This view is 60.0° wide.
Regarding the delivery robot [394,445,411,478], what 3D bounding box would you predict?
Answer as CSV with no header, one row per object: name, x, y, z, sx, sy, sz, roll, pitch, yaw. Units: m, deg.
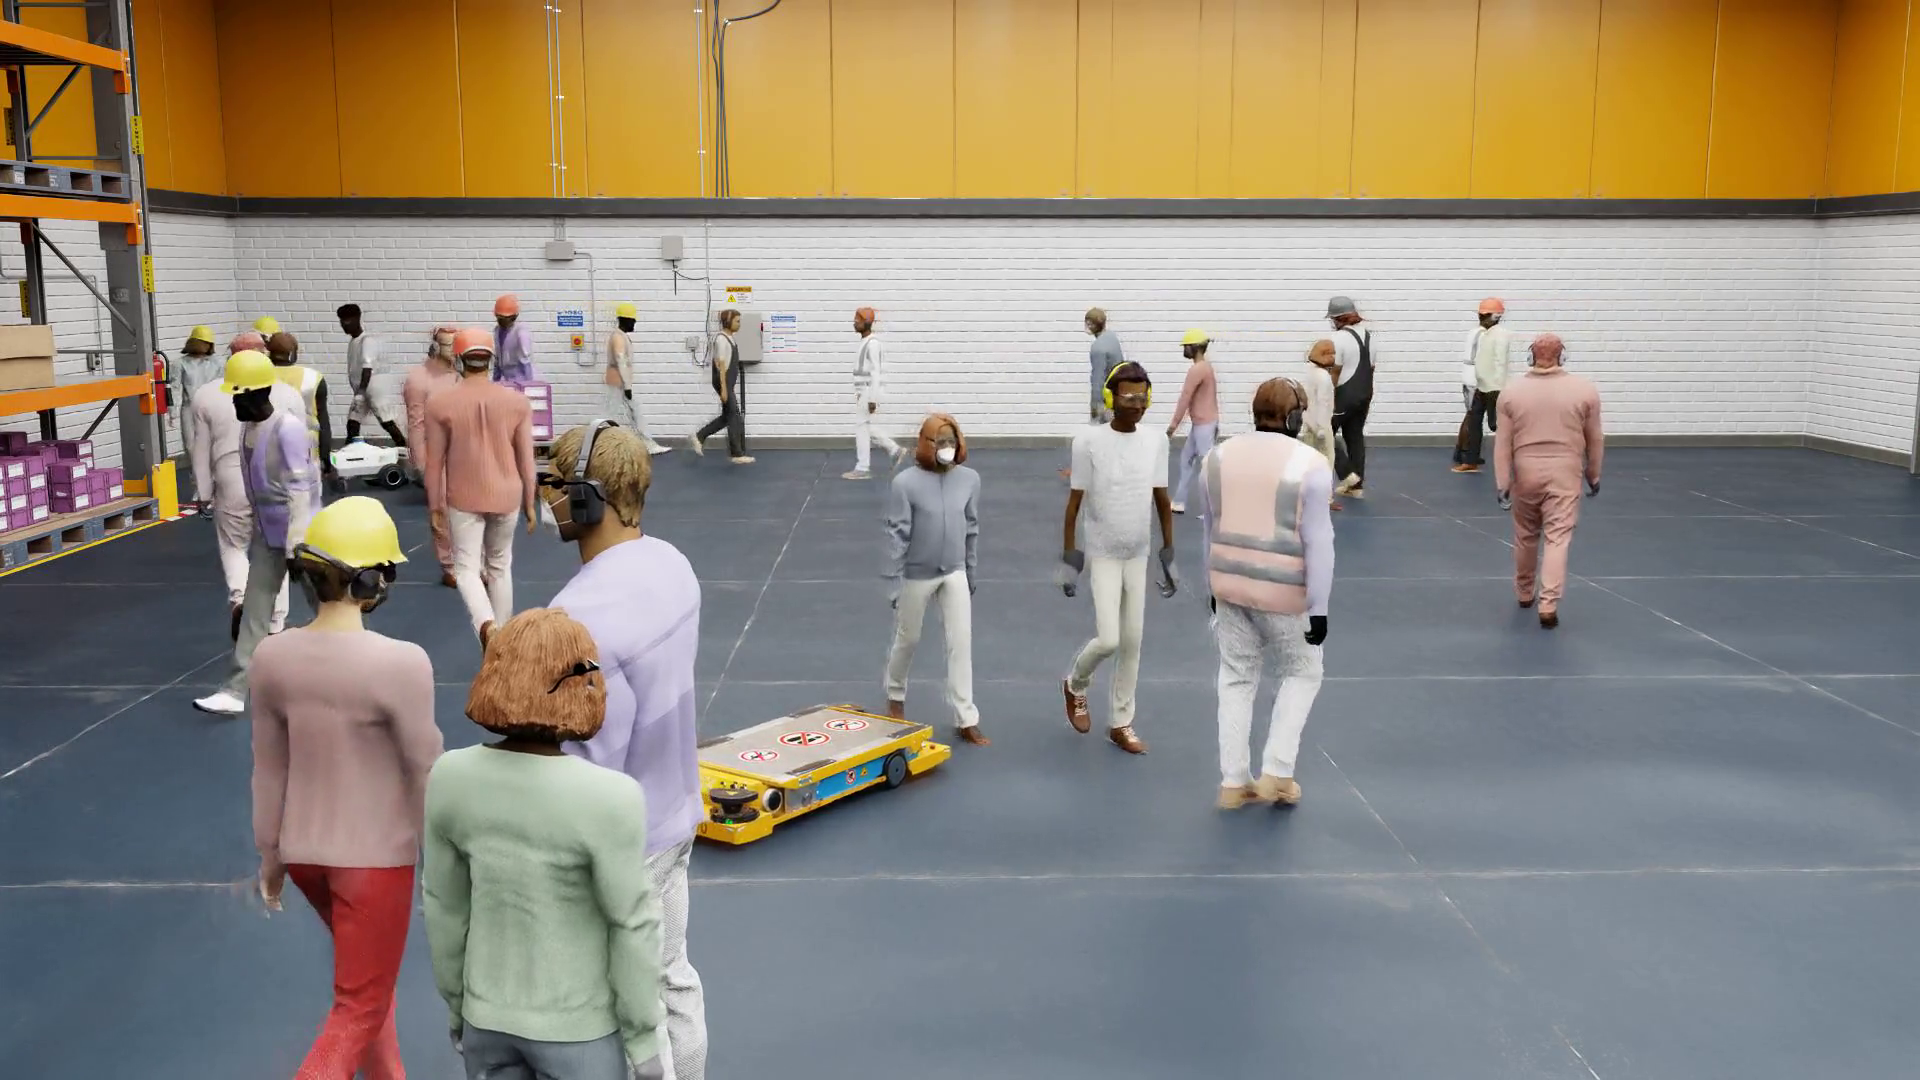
delivery robot,-5.550,-0.889,17.422,0.477,0.478,0.707,7,12,39

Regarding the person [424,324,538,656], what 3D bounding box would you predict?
person,-2.658,-0.218,9.299,0.618,1.969,0.819,-5,11,-28

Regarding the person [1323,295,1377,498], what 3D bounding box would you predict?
person,3.771,-1.412,16.368,0.718,2.000,0.535,-8,12,-40

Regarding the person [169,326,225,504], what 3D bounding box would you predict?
person,-7.383,-1.218,16.126,0.547,1.707,0.511,-6,11,-32

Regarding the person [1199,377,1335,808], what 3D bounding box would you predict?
person,1.288,0.232,6.959,0.661,1.820,0.473,8,12,40

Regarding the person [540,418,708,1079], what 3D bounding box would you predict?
person,-0.776,0.693,3.777,0.373,1.940,0.627,1,9,8

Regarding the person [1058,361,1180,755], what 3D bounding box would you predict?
person,0.729,0.080,7.819,0.554,1.847,0.471,-4,10,-25

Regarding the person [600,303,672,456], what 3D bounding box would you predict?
person,-4.037,-1.911,19.976,1.012,1.861,0.597,0,9,-2

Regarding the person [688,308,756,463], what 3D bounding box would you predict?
person,-2.794,-1.788,19.379,0.737,1.820,0.509,0,9,0

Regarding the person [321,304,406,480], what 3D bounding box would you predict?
person,-6.377,-1.585,17.895,1.020,1.905,0.683,-8,12,-41

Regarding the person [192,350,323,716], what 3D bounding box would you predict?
person,-3.432,-0.032,8.468,0.629,1.870,1.018,7,12,39

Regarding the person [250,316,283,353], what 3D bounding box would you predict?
person,-6.903,-1.304,16.432,0.726,1.811,0.601,-9,13,-44

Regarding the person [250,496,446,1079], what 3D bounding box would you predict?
person,-1.501,0.767,3.984,0.532,1.735,0.833,4,10,23

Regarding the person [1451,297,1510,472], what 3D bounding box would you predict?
person,5.957,-1.707,18.419,0.849,1.969,0.621,0,9,-3

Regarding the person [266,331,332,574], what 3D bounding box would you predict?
person,-4.925,-0.610,12.140,0.633,1.817,0.657,-2,9,-11

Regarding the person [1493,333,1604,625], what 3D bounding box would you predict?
person,3.808,-0.407,10.786,0.647,1.862,0.962,5,10,27

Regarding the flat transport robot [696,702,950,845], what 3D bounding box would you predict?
flat transport robot,-0.718,0.970,7.176,0.652,0.197,1.431,7,11,35

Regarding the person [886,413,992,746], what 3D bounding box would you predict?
person,-0.150,0.176,8.092,0.525,1.605,0.769,-5,10,-28

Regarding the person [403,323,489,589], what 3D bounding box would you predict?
person,-3.541,-0.581,11.730,0.677,1.887,0.558,-9,13,-43

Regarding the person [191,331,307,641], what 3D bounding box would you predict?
person,-4.233,-0.299,9.981,0.664,1.895,0.492,-4,10,-21

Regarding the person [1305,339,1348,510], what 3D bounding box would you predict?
person,3.296,-1.071,15.558,0.632,1.617,0.496,-1,9,-7

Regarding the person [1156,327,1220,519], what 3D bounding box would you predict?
person,2.093,-1.048,15.087,0.809,1.734,0.544,3,10,20

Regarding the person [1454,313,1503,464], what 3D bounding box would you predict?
person,6.066,-1.837,19.383,0.453,1.913,0.570,0,9,1

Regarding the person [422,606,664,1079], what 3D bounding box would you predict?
person,-0.795,0.936,3.216,0.502,1.632,0.277,4,10,23

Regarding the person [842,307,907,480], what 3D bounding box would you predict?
person,-0.936,-1.579,17.942,0.651,1.862,0.590,-2,9,-12

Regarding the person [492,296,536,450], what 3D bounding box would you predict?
person,-4.956,-1.729,18.581,0.906,1.964,0.676,-9,13,-43

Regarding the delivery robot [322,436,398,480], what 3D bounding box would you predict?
delivery robot,-6.123,-0.816,16.969,0.707,0.478,0.477,-8,12,-42

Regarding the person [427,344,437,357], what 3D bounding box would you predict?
person,-4.114,-0.756,13.449,0.532,1.679,0.482,-7,12,-38

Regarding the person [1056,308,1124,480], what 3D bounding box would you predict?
person,1.549,-1.488,17.384,1.010,1.864,0.688,2,10,15
